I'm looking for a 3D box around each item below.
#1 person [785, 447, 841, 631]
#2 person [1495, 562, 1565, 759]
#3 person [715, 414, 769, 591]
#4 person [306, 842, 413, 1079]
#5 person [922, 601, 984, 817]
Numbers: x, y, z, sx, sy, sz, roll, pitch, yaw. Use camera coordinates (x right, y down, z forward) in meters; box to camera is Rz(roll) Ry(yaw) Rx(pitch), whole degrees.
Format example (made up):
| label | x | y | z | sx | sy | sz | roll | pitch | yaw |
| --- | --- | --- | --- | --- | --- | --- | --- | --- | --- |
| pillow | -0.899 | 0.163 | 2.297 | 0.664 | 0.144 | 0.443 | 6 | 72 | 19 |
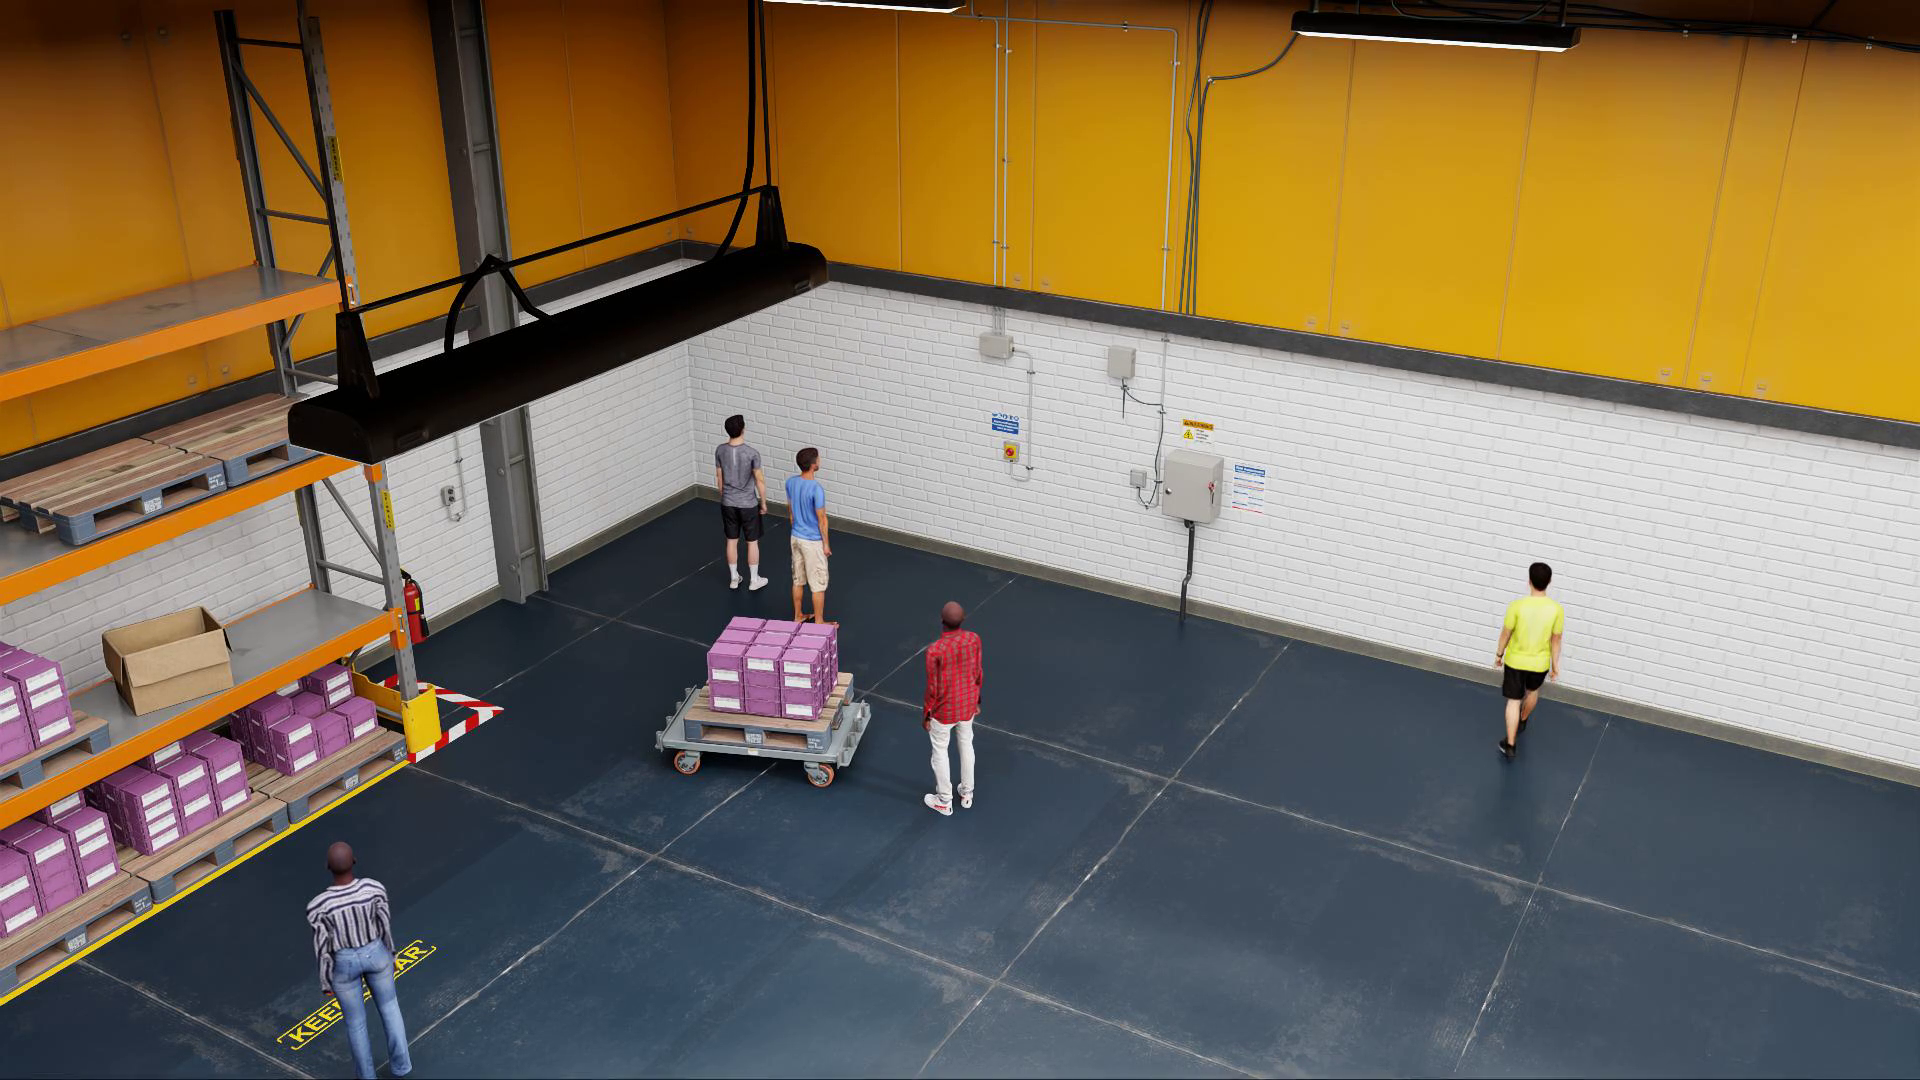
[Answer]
| label | x | y | z | sx | sy | sz | roll | pitch | yaw |
| --- | --- | --- | --- | --- | --- | --- | --- | --- | --- |
| person | -1.459 | -0.007 | 16.007 | 0.686 | 1.862 | 0.611 | 19 | 30 | 37 |
| person | 4.738 | 1.028 | 13.881 | 0.877 | 1.669 | 1.113 | 4 | 24 | 10 |
| person | -2.233 | -0.384 | 16.859 | 0.713 | 1.871 | 0.643 | 6 | 24 | 14 |
| person | -3.642 | 2.606 | 10.113 | 0.614 | 1.796 | 0.754 | -16 | 28 | -32 |
| person | -0.056 | 1.299 | 13.072 | 0.705 | 1.820 | 0.819 | -12 | 26 | -26 |
